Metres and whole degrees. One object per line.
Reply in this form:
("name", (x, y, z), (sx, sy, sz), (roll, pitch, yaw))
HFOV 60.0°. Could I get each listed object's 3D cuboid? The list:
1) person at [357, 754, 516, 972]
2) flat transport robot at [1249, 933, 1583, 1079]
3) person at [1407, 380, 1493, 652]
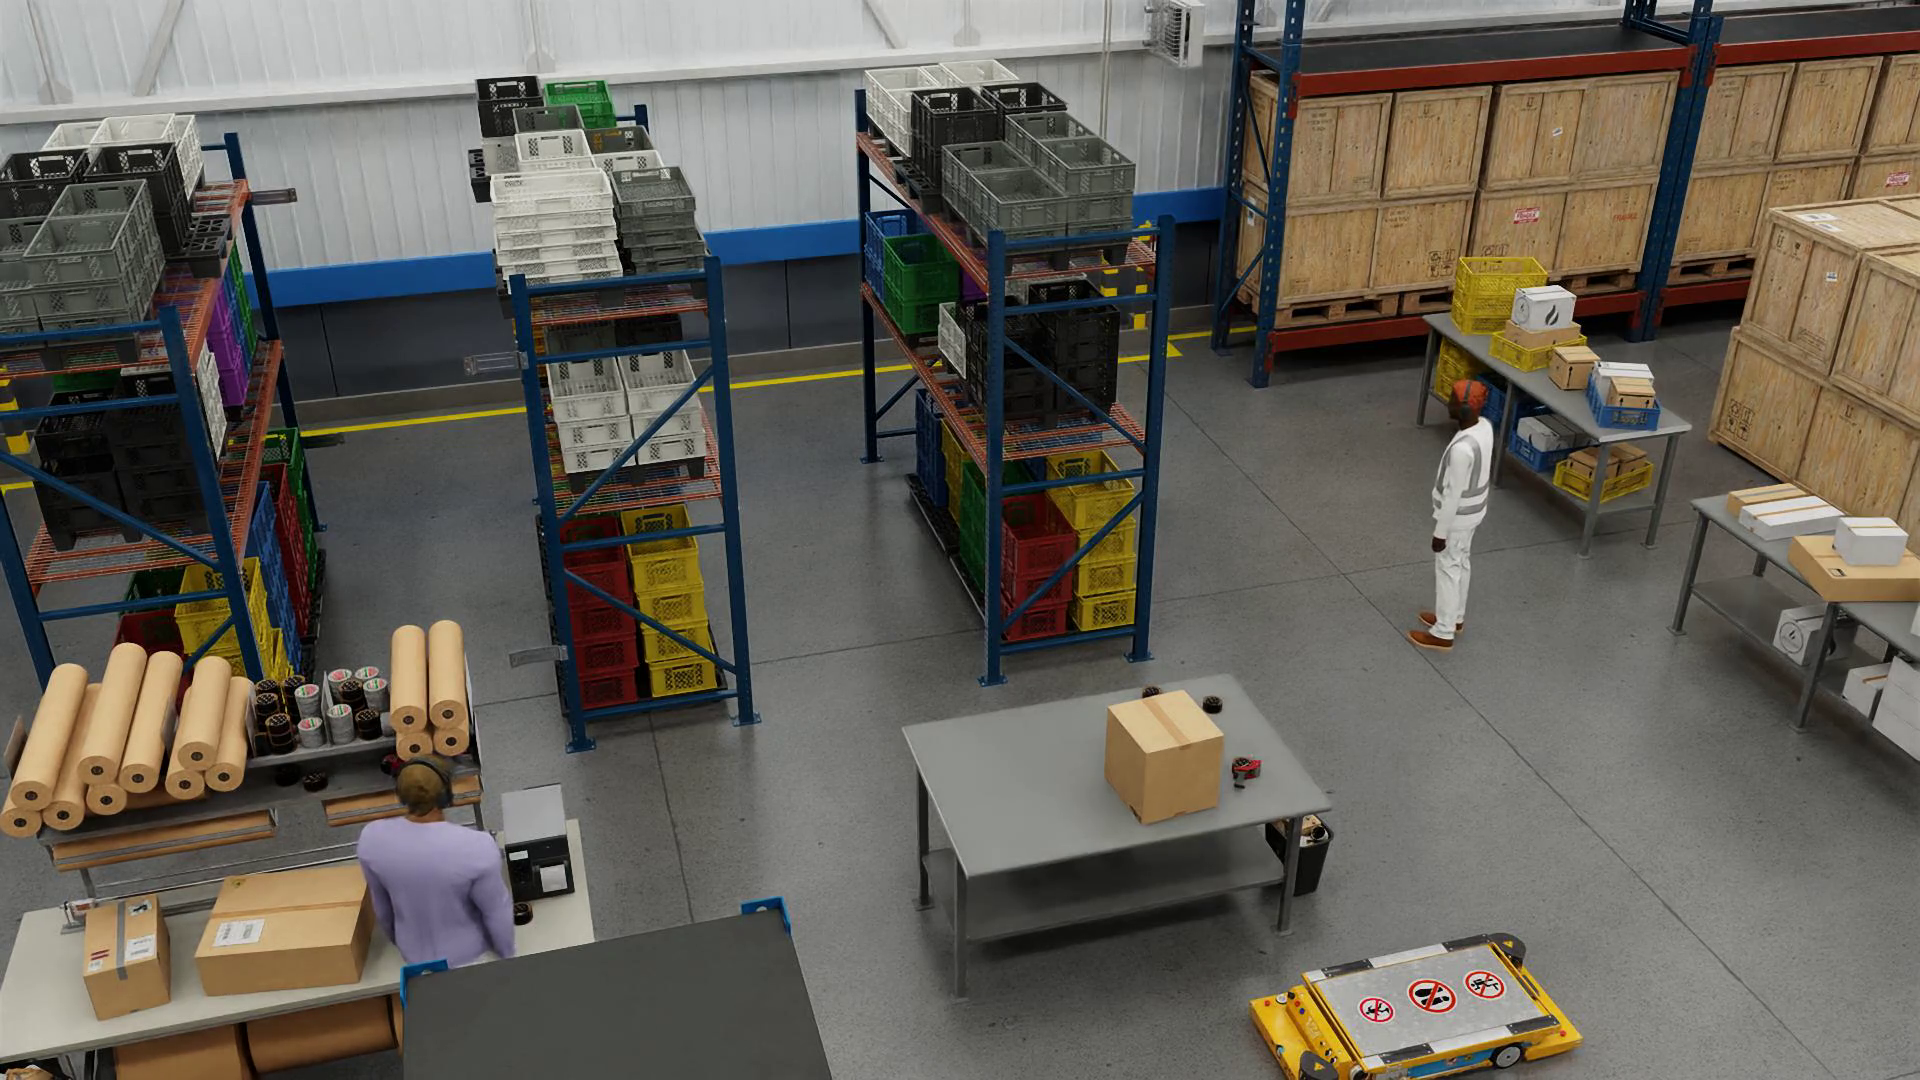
("person", (-2.219, 1.761, 7.225), (0.628, 1.929, 0.373), (4, 29, 8))
("flat transport robot", (2.184, 2.282, 7.980), (1.431, 0.197, 0.652), (-8, 30, -14))
("person", (3.213, -0.156, 10.766), (0.342, 1.878, 0.577), (16, 33, 27))
